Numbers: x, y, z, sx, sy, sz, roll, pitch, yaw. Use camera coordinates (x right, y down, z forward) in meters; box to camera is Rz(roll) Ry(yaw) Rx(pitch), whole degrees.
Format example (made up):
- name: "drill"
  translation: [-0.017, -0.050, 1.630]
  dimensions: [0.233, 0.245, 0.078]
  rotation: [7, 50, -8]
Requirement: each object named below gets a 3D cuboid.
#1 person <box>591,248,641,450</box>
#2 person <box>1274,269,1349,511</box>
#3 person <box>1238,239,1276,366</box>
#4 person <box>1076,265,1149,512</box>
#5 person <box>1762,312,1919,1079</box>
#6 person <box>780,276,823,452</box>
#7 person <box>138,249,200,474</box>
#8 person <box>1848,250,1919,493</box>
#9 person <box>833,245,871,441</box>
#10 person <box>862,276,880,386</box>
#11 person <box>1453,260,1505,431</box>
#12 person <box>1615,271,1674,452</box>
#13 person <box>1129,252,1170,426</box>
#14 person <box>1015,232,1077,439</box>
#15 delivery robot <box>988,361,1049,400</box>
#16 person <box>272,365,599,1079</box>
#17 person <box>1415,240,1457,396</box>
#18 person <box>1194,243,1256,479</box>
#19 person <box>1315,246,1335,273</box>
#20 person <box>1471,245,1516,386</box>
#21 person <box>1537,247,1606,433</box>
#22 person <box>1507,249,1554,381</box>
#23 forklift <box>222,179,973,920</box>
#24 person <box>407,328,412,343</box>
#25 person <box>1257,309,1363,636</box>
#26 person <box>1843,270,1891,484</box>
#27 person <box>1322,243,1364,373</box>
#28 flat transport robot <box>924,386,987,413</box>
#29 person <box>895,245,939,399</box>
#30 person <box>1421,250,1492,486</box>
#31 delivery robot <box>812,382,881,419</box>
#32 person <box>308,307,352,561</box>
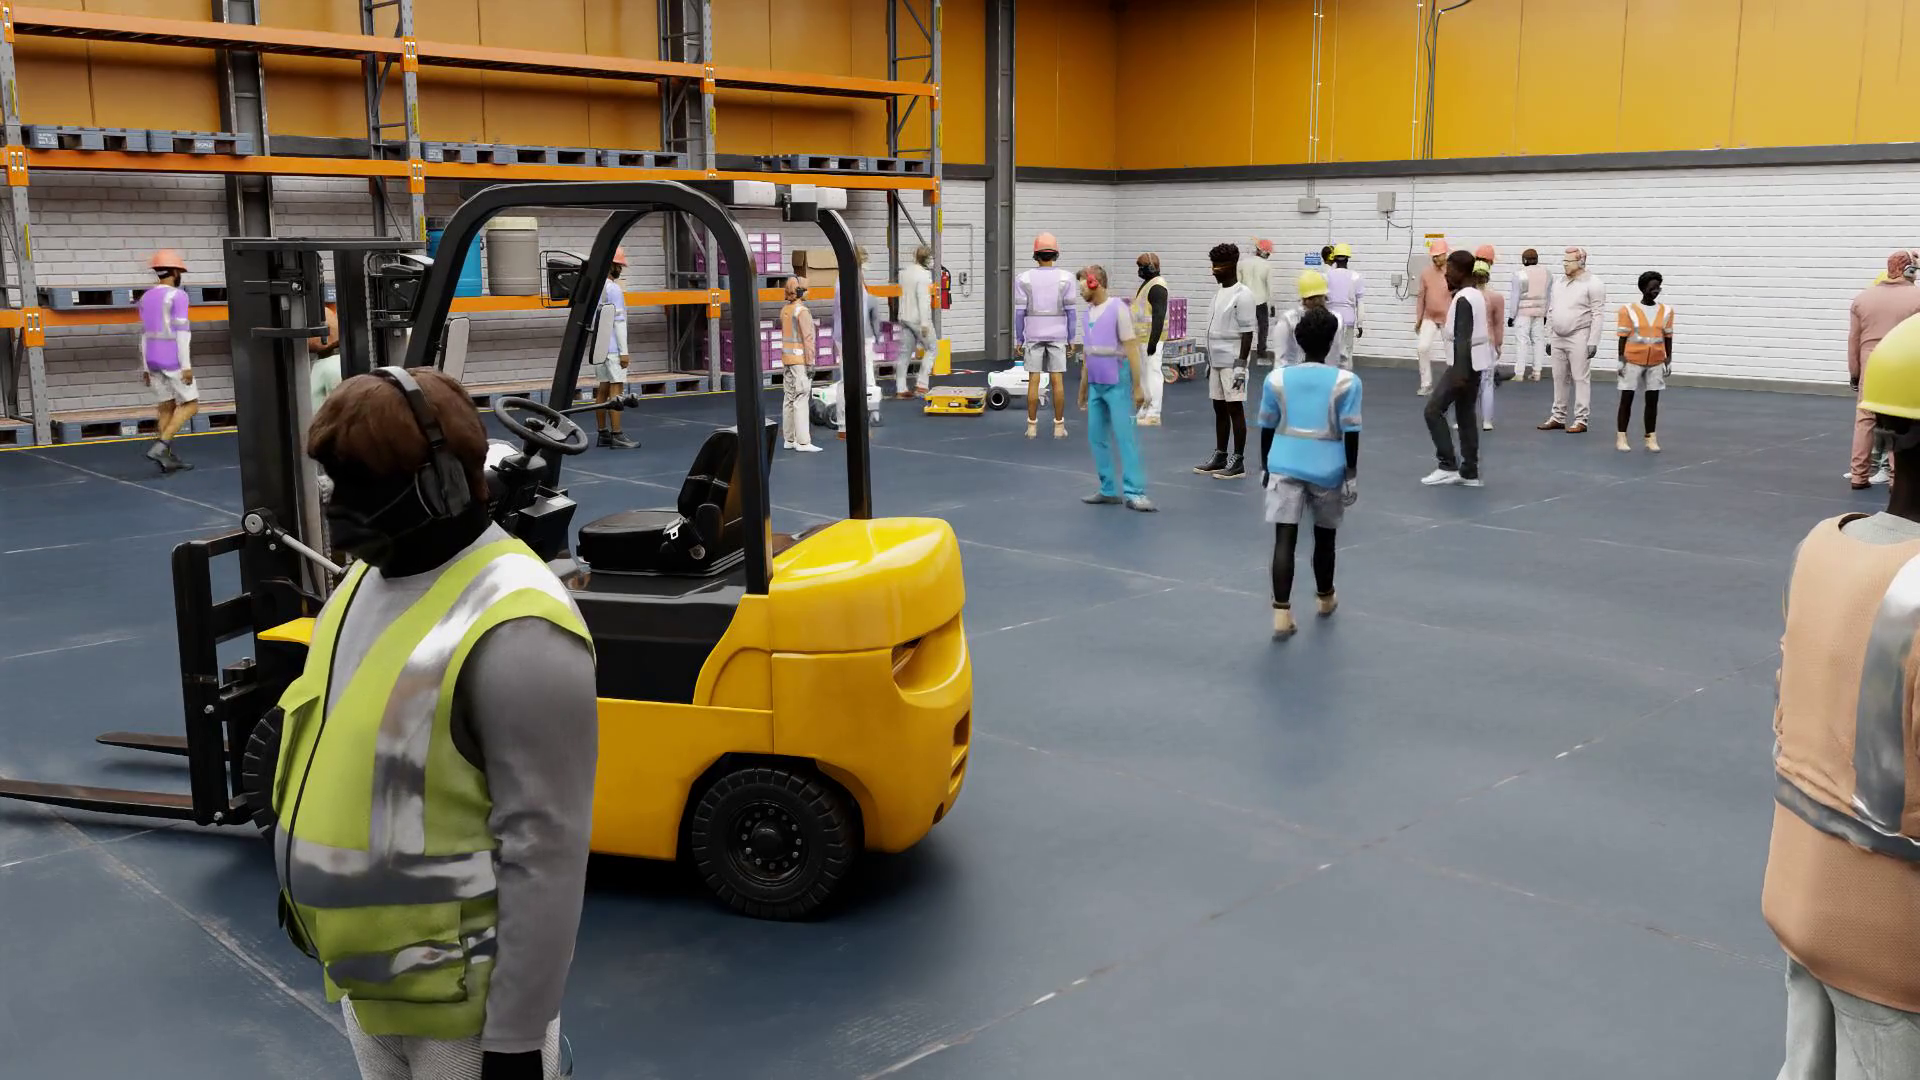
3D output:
- name: "person"
  translation: [-3.298, -1.826, 15.787]
  dimensions: [0.356, 1.938, 0.544]
  rotation: [-9, 13, -39]
- name: "person"
  translation: [2.603, -1.149, 12.553]
  dimensions: [0.618, 1.785, 0.870]
  rotation: [-4, 11, -20]
- name: "person"
  translation: [4.593, -3.681, 25.879]
  dimensions: [0.676, 1.950, 0.460]
  rotation: [6, 12, 31]
- name: "person"
  translation: [1.152, -1.119, 12.302]
  dimensions: [0.401, 1.809, 0.742]
  rotation: [-6, 12, -30]
- name: "person"
  translation: [1.434, 0.605, 2.549]
  dimensions: [0.360, 1.930, 0.587]
  rotation: [0, 10, 2]
- name: "person"
  translation: [-1.515, -1.640, 15.582]
  dimensions: [0.307, 1.641, 0.514]
  rotation: [-7, 12, -32]
- name: "person"
  translation: [-6.727, -1.503, 14.111]
  dimensions: [0.577, 1.908, 0.596]
  rotation: [5, 12, 27]
- name: "person"
  translation: [7.351, -1.320, 13.126]
  dimensions: [0.399, 1.903, 0.642]
  rotation: [-7, 13, -35]
- name: "person"
  translation: [-1.068, -1.941, 16.406]
  dimensions: [0.354, 1.937, 0.635]
  rotation: [1, 10, 6]
- name: "person"
  translation: [-1.181, -2.370, 19.635]
  dimensions: [0.520, 1.608, 0.744]
  rotation: [-3, 11, -15]
- name: "person"
  translation: [5.365, -2.010, 17.269]
  dimensions: [0.522, 1.763, 0.319]
  rotation: [2, 11, 10]
- name: "person"
  translation: [6.392, -1.661, 15.546]
  dimensions: [0.533, 1.700, 0.325]
  rotation: [0, 10, 2]
- name: "person"
  translation: [2.009, -2.144, 17.788]
  dimensions: [0.429, 1.841, 0.625]
  rotation: [-1, 10, -7]
- name: "person"
  translation: [0.851, -2.020, 16.541]
  dimensions: [0.614, 2.047, 0.361]
  rotation: [1, 10, 4]
- name: "delivery robot"
  translation: [0.687, -1.844, 19.400]
  dimensions: [0.707, 0.478, 0.477]
  rotation: [1, 10, 4]
- name: "person"
  translation: [-0.796, 0.654, 2.534]
  dimensions: [0.429, 1.840, 0.624]
  rotation: [-9, 14, -42]
- name: "person"
  translation: [5.959, -2.735, 20.682]
  dimensions: [0.659, 1.953, 0.751]
  rotation: [8, 13, 39]
- name: "person"
  translation: [2.225, -1.492, 13.902]
  dimensions: [0.379, 1.959, 0.604]
  rotation: [-4, 11, -19]
- name: "person"
  translation: [5.600, -3.532, 25.348]
  dimensions: [0.444, 1.853, 0.550]
  rotation: [-4, 11, -22]
- name: "person"
  translation: [6.914, -2.930, 21.950]
  dimensions: [0.981, 1.881, 0.556]
  rotation: [1, 10, 5]
- name: "person"
  translation: [6.281, -2.053, 17.114]
  dimensions: [0.402, 1.904, 0.651]
  rotation: [-6, 12, -28]
- name: "person"
  translation: [7.904, -3.123, 23.139]
  dimensions: [0.619, 1.837, 0.430]
  rotation: [-2, 11, -13]
- name: "forklift"
  translation: [-1.114, -0.058, 5.440]
  dimensions: [2.313, 2.155, 1.214]
  rotation: [2, 11, 13]
- name: "person"
  translation: [-4.491, -1.272, 13.010]
  dimensions: [0.509, 1.844, 0.329]
  rotation: [0, 10, 1]
- name: "person"
  translation: [1.795, -0.357, 8.556]
  dimensions: [0.544, 1.647, 0.861]
  rotation: [4, 11, 22]
- name: "person"
  translation: [7.544, -1.331, 13.610]
  dimensions: [0.310, 1.744, 0.486]
  rotation: [0, 10, 2]
- name: "person"
  translation: [4.704, -2.709, 20.635]
  dimensions: [0.594, 1.922, 0.385]
  rotation: [3, 11, 17]
- name: "flat transport robot"
  translation: [-0.027, -1.631, 19.266]
  dimensions: [0.652, 0.197, 1.431]
  rotation: [1, 10, 4]
- name: "person"
  translation: [-0.523, -2.680, 20.556]
  dimensions: [0.628, 1.904, 0.750]
  rotation: [-6, 12, -29]
- name: "person"
  translation: [3.976, -1.373, 13.418]
  dimensions: [0.581, 1.899, 0.610]
  rotation: [5, 12, 26]
- name: "delivery robot"
  translation: [-1.196, -1.513, 17.591]
  dimensions: [0.707, 0.478, 0.477]
  rotation: [-5, 12, -27]
- name: "person"
  translation: [-3.483, -0.468, 9.207]
  dimensions: [0.269, 1.631, 0.509]
  rotation: [-6, 12, -28]
